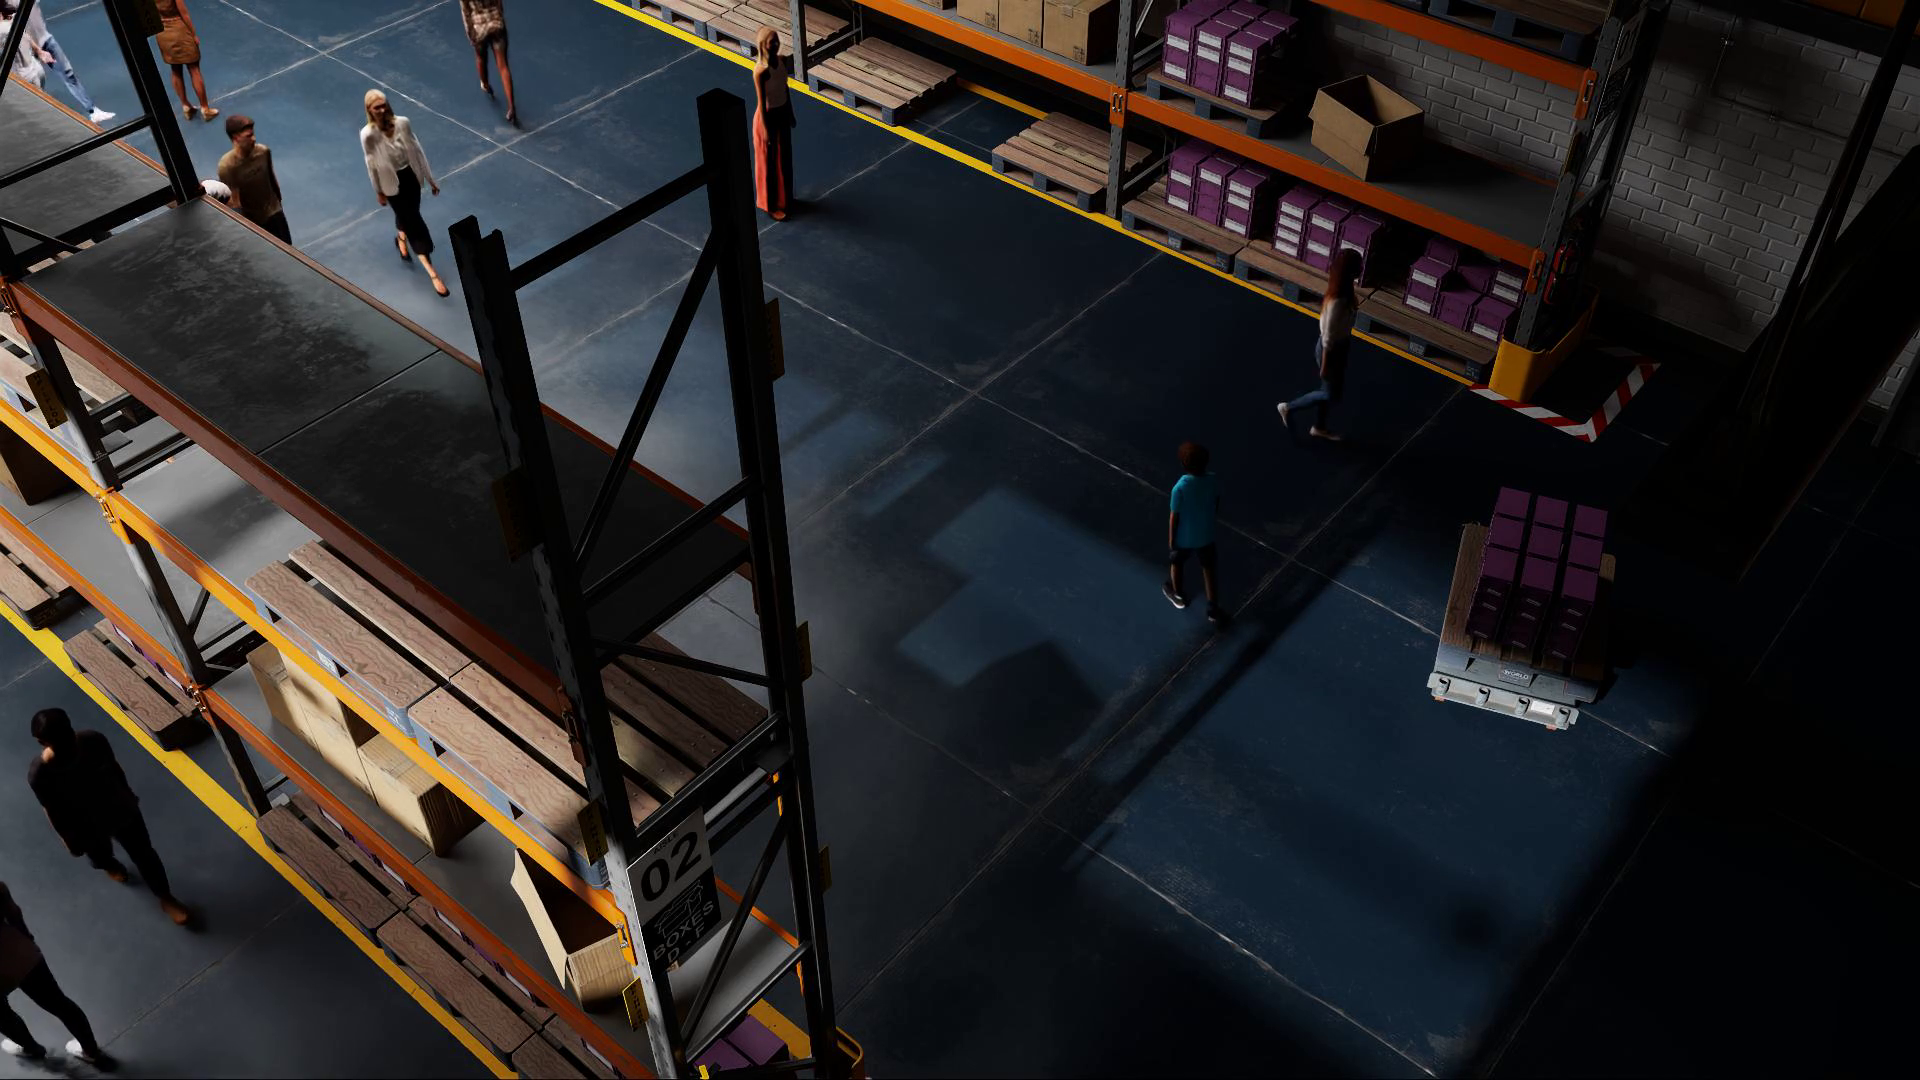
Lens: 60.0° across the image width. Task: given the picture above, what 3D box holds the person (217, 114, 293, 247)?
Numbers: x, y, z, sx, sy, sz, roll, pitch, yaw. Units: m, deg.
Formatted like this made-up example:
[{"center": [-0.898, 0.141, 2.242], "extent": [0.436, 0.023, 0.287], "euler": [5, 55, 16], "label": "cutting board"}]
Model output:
[{"center": [-5.840, -2.669, 13.748], "extent": [1.165, 1.819, 0.724], "euler": [29, 51, 27], "label": "person"}]

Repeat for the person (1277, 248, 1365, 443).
[{"center": [2.727, -1.453, 12.543], "extent": [0.843, 1.720, 0.711], "euler": [17, 46, 17], "label": "person"}]

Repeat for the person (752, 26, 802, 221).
[{"center": [-1.675, -3.750, 14.894], "extent": [0.646, 1.803, 0.672], "euler": [20, 47, 20], "label": "person"}]

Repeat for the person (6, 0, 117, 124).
[{"center": [-8.984, -4.778, 15.939], "extent": [1.201, 1.850, 0.947], "euler": [11, 45, 12], "label": "person"}]

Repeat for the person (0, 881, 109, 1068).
[{"center": [-4.852, 2.275, 8.634], "extent": [0.924, 1.714, 0.792], "euler": [15, 46, 15], "label": "person"}]

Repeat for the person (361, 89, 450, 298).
[{"center": [-4.753, -2.995, 14.092], "extent": [0.704, 1.816, 1.171], "euler": [-33, 53, -30], "label": "person"}]

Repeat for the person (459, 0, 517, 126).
[{"center": [-4.530, -4.863, 16.110], "extent": [0.875, 1.738, 1.158], "euler": [-19, 47, -19], "label": "person"}]

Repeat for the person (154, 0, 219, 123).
[{"center": [-7.632, -4.892, 16.179], "extent": [0.607, 1.684, 0.705], "euler": [6, 44, 6], "label": "person"}]

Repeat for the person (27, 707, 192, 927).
[{"center": [-4.930, 1.526, 9.436], "extent": [1.025, 1.692, 0.619], "euler": [31, 52, 29], "label": "person"}]

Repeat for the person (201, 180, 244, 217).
[{"center": [-5.731, -2.034, 13.114], "extent": [0.740, 1.782, 0.823], "euler": [9, 44, 9], "label": "person"}]

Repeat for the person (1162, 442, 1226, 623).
[{"center": [1.615, -0.033, 11.262], "extent": [0.766, 1.431, 0.868], "euler": [-11, 45, -11], "label": "person"}]
